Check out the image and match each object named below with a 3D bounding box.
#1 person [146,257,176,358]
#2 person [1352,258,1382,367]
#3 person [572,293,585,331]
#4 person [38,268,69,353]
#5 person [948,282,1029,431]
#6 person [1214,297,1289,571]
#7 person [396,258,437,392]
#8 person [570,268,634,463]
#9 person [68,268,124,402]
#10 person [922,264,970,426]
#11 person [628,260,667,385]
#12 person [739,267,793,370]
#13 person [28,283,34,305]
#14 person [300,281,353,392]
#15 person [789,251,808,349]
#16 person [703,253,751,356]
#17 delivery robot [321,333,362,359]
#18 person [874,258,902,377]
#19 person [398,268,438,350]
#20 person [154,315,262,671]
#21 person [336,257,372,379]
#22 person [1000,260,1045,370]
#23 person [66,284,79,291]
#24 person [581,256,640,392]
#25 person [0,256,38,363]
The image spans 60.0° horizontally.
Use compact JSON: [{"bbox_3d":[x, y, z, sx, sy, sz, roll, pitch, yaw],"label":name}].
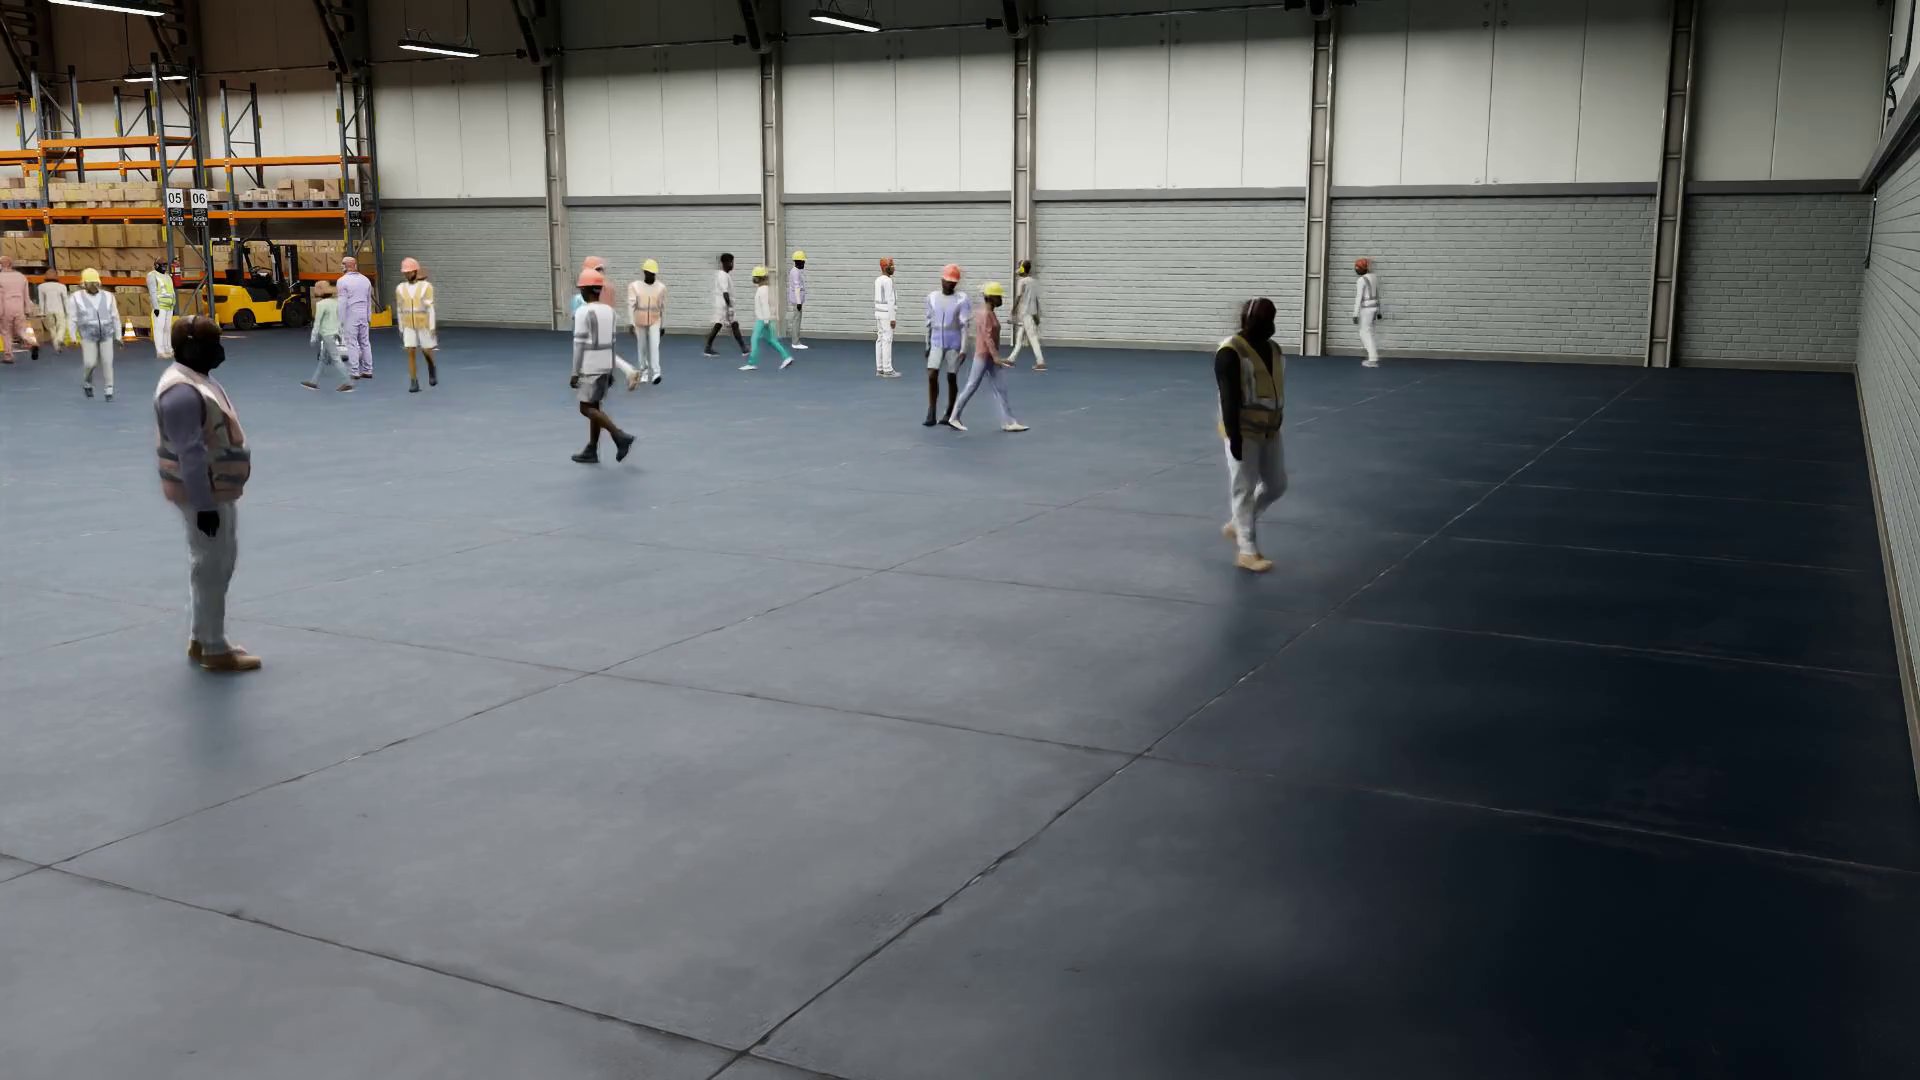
[{"bbox_3d":[-14.615,-4.257,30.516,0.430,1.840,0.619,1,10,3],"label":"person"},{"bbox_3d":[6.964,-3.873,28.373,0.518,1.848,0.596,7,12,32],"label":"person"},{"bbox_3d":[-5.430,-3.044,24.322,0.380,1.681,0.552,7,12,32],"label":"person"},{"bbox_3d":[-17.174,-4.334,31.525,0.509,1.615,0.535,-3,11,-15],"label":"person"},{"bbox_3d":[0.293,-2.092,19.042,0.939,1.715,0.529,4,11,19],"label":"person"},{"bbox_3d":[1.973,-0.717,11.227,0.652,1.831,0.494,-8,13,-39],"label":"person"},{"bbox_3d":[-7.814,-3.097,23.947,0.563,1.923,0.650,0,10,-1],"label":"person"},{"bbox_3d":[-3.523,-1.683,16.248,0.735,1.920,0.556,4,11,22],"label":"person"},{"bbox_3d":[-11.624,-2.753,22.374,0.616,1.811,0.462,-9,14,-41],"label":"person"},{"bbox_3d":[-0.182,-2.267,19.481,0.576,1.900,0.800,3,11,17],"label":"person"},{"bbox_3d":[-4.705,-3.285,25.137,0.594,1.862,1.044,-3,11,-16],"label":"person"},{"bbox_3d":[-3.233,-3.697,27.773,0.878,1.732,0.536,-1,10,-7],"label":"person"},{"bbox_3d":[-23.993,-6.528,42.542,0.793,1.969,0.622,5,12,26],"label":"person"},{"bbox_3d":[-9.127,-2.917,23.861,0.843,1.581,0.522,1,10,4],"label":"person"},{"bbox_3d":[-3.194,-4.753,32.969,0.371,1.925,0.595,-1,10,-7],"label":"person"},{"bbox_3d":[-4.306,-4.344,30.791,1.025,1.909,0.625,0,10,0],"label":"person"},{"bbox_3d":[-10.685,-3.347,28.792,0.707,0.478,0.477,4,11,20],"label":"delivery robot"},{"bbox_3d":[-1.167,-3.527,26.406,0.353,1.883,0.573,-5,11,-24],"label":"person"},{"bbox_3d":[-10.592,-4.483,32.371,0.801,1.595,0.528,-4,11,-23],"label":"person"},{"bbox_3d":[-3.884,-0.238,8.592,0.429,1.843,0.638,-3,11,-15],"label":"person"},{"bbox_3d":[-9.487,-3.461,25.988,0.403,1.904,0.652,5,12,25],"label":"person"},{"bbox_3d":[1.024,-3.760,27.872,0.969,1.818,0.497,5,11,25],"label":"person"},{"bbox_3d":[-21.271,-6.148,40.269,0.690,2.000,0.538,-10,14,-44],"label":"person"},{"bbox_3d":[-4.944,-2.985,23.256,0.781,1.969,0.630,4,11,20],"label":"person"},{"bbox_3d":[-16.586,-4.025,29.125,0.645,1.890,0.649,5,11,25],"label":"person"}]
